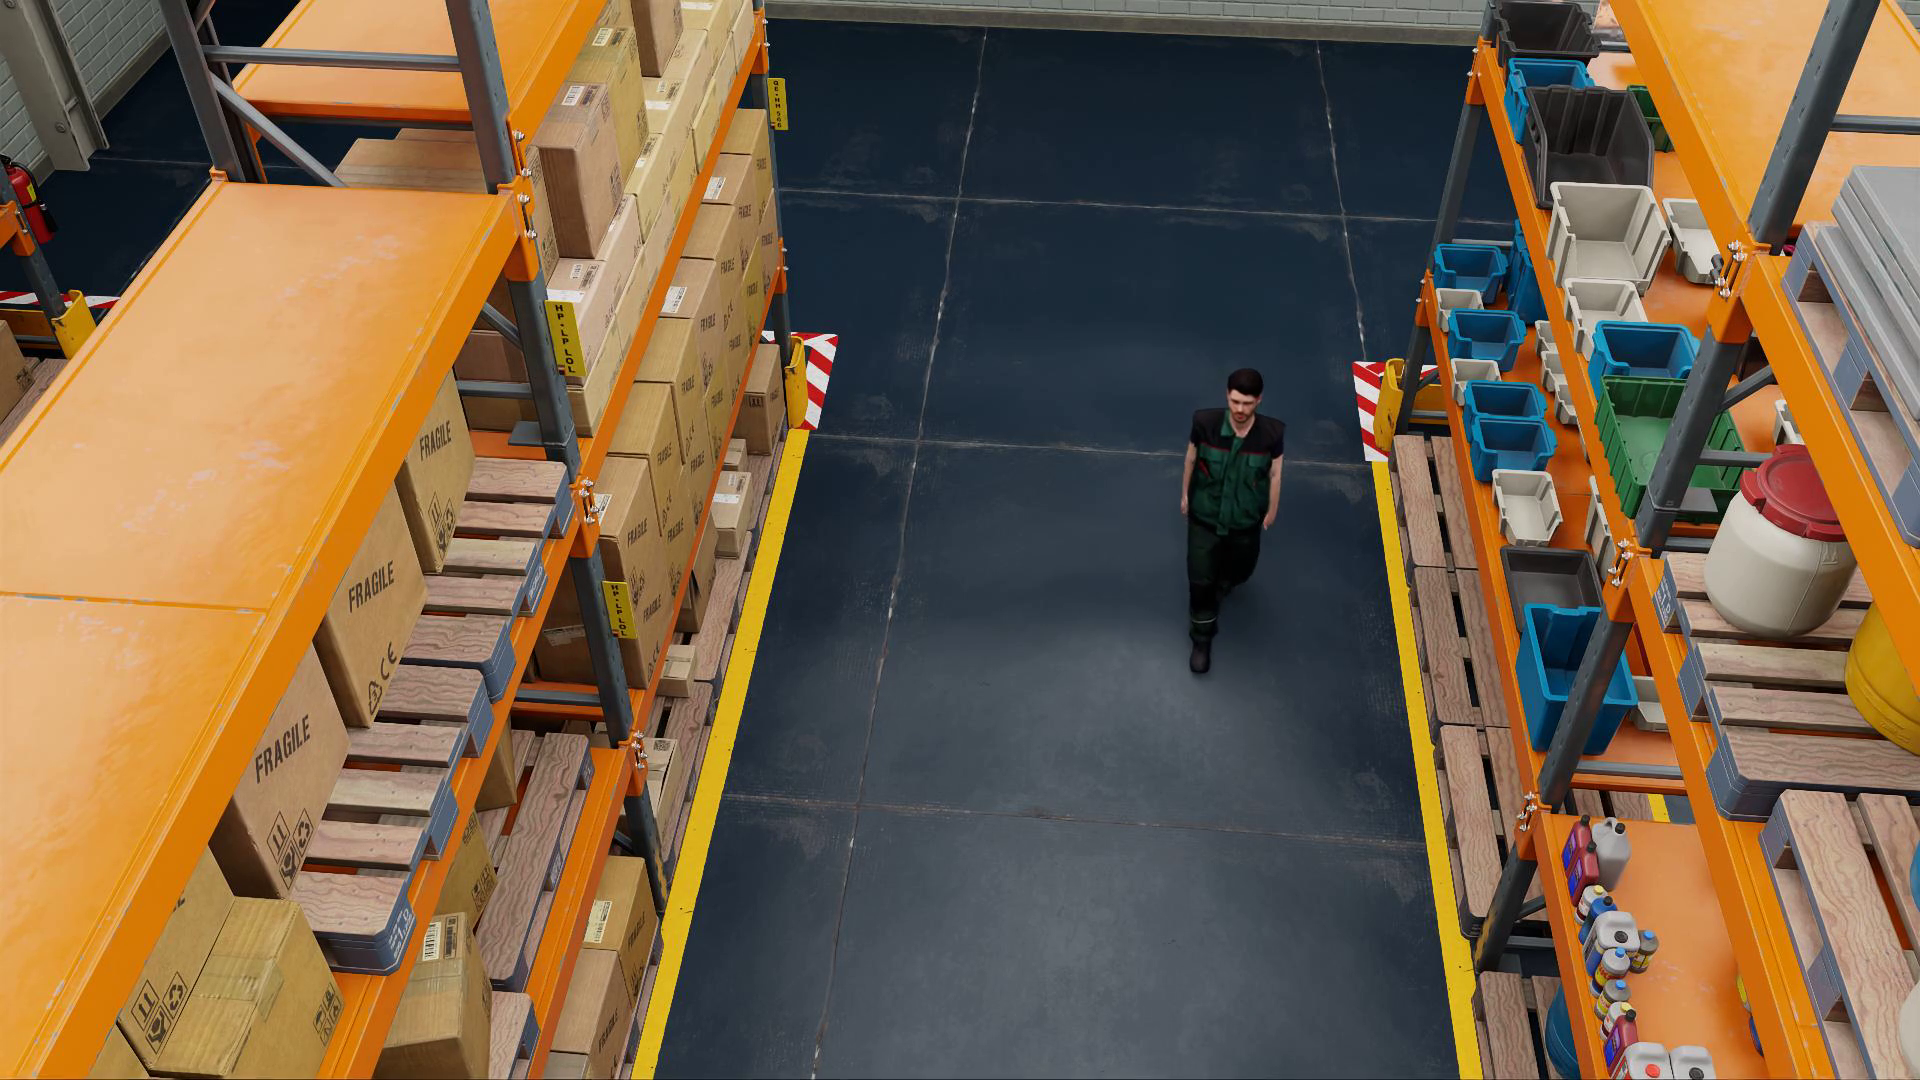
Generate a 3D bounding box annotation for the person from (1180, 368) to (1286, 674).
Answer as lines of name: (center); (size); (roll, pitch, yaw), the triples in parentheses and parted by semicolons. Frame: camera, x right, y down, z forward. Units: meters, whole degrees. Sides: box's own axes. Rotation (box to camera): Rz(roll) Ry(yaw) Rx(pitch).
person: (1.459, -0.191, 9.037); (0.760, 1.880, 1.115); (8, 44, 9)
